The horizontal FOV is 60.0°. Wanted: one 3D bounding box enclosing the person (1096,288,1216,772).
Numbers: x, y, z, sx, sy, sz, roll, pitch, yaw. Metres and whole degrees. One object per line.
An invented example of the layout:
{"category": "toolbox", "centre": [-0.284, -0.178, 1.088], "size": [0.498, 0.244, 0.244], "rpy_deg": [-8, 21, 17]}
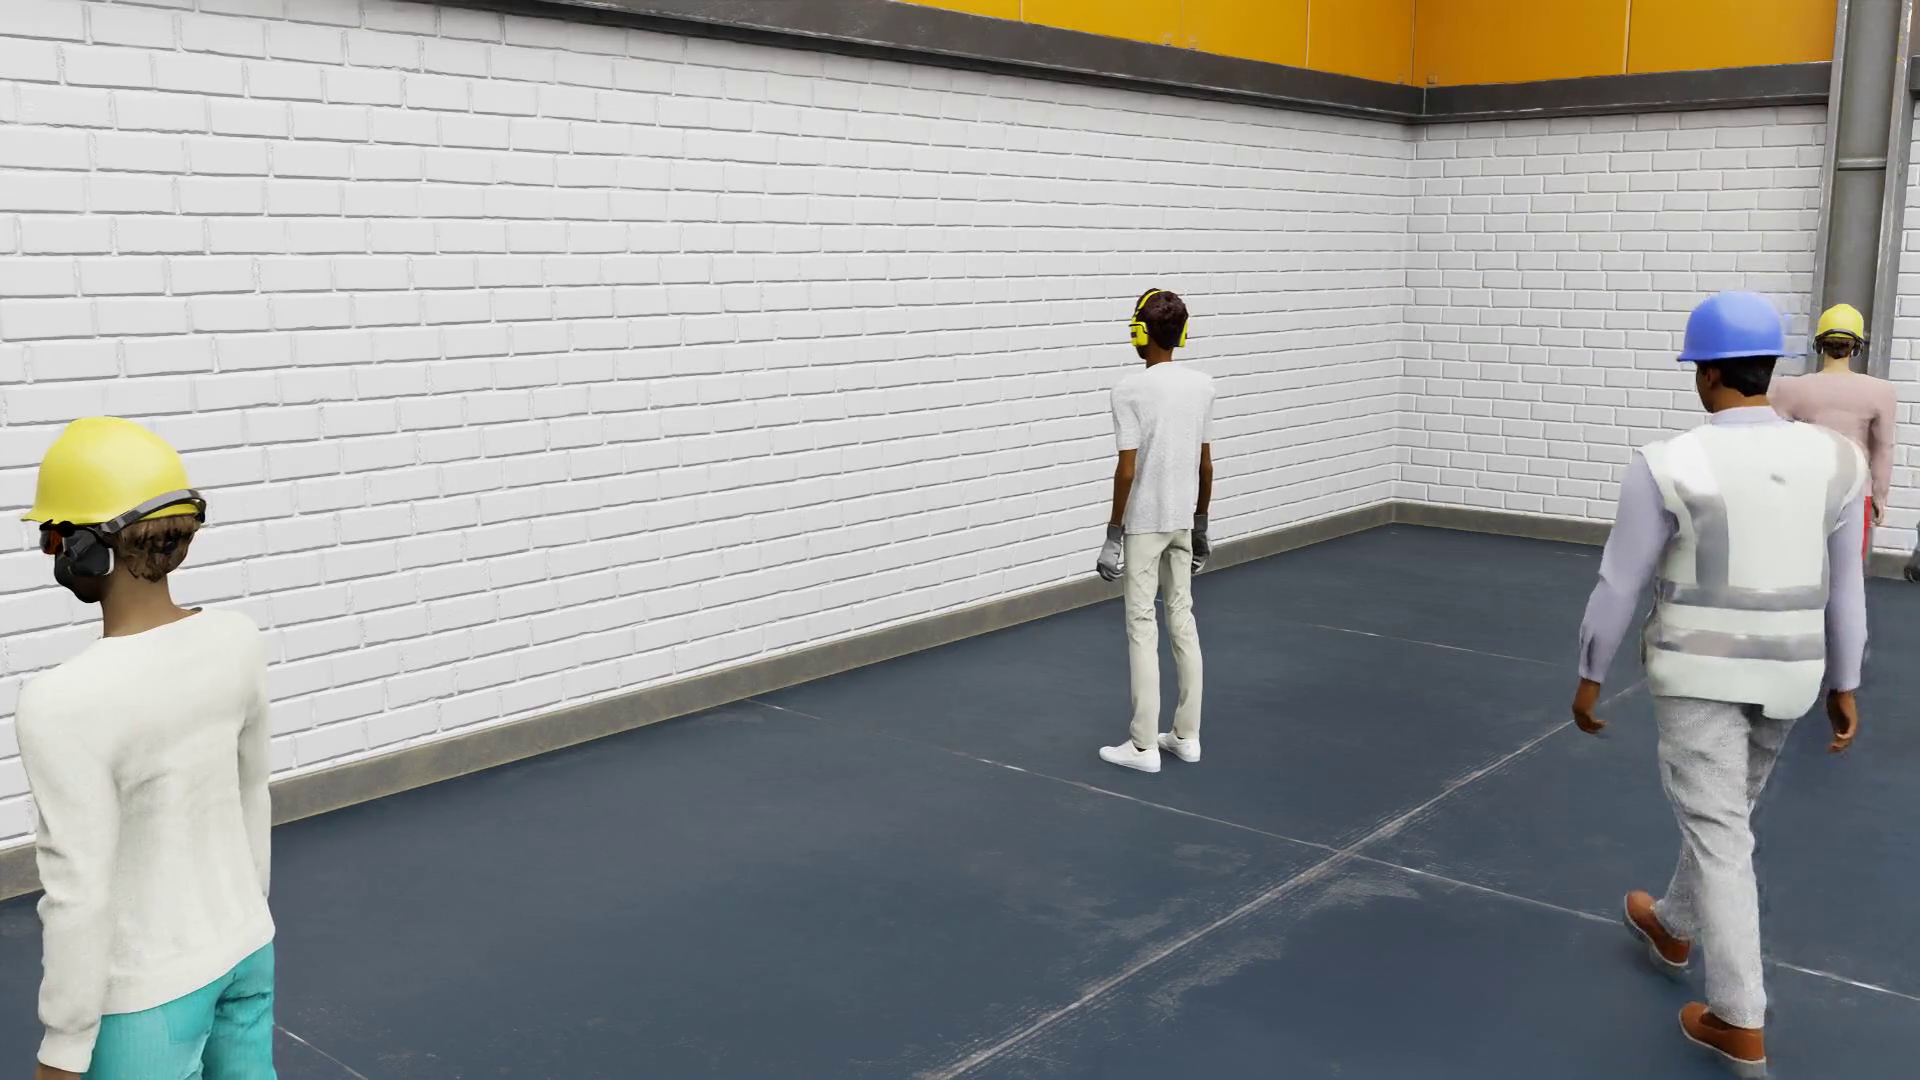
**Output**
{"category": "person", "centre": [0.759, -0.032, 6.467], "size": [0.535, 1.864, 0.312], "rpy_deg": [-7, 12, -33]}

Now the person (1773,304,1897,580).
{"category": "person", "centre": [4.023, -0.204, 7.725], "size": [0.523, 1.769, 0.309], "rpy_deg": [4, 11, 20]}

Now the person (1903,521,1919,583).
{"category": "person", "centre": [4.017, 0.068, 6.576], "size": [0.525, 1.625, 0.419], "rpy_deg": [-4, 11, -21]}

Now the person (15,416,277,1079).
{"category": "person", "centre": [-1.280, 0.686, 2.655], "size": [0.310, 1.768, 0.533], "rpy_deg": [2, 10, 9]}

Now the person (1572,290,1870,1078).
{"category": "person", "centre": [1.900, 0.320, 4.316], "size": [0.649, 1.905, 0.925], "rpy_deg": [-1, 10, -8]}
